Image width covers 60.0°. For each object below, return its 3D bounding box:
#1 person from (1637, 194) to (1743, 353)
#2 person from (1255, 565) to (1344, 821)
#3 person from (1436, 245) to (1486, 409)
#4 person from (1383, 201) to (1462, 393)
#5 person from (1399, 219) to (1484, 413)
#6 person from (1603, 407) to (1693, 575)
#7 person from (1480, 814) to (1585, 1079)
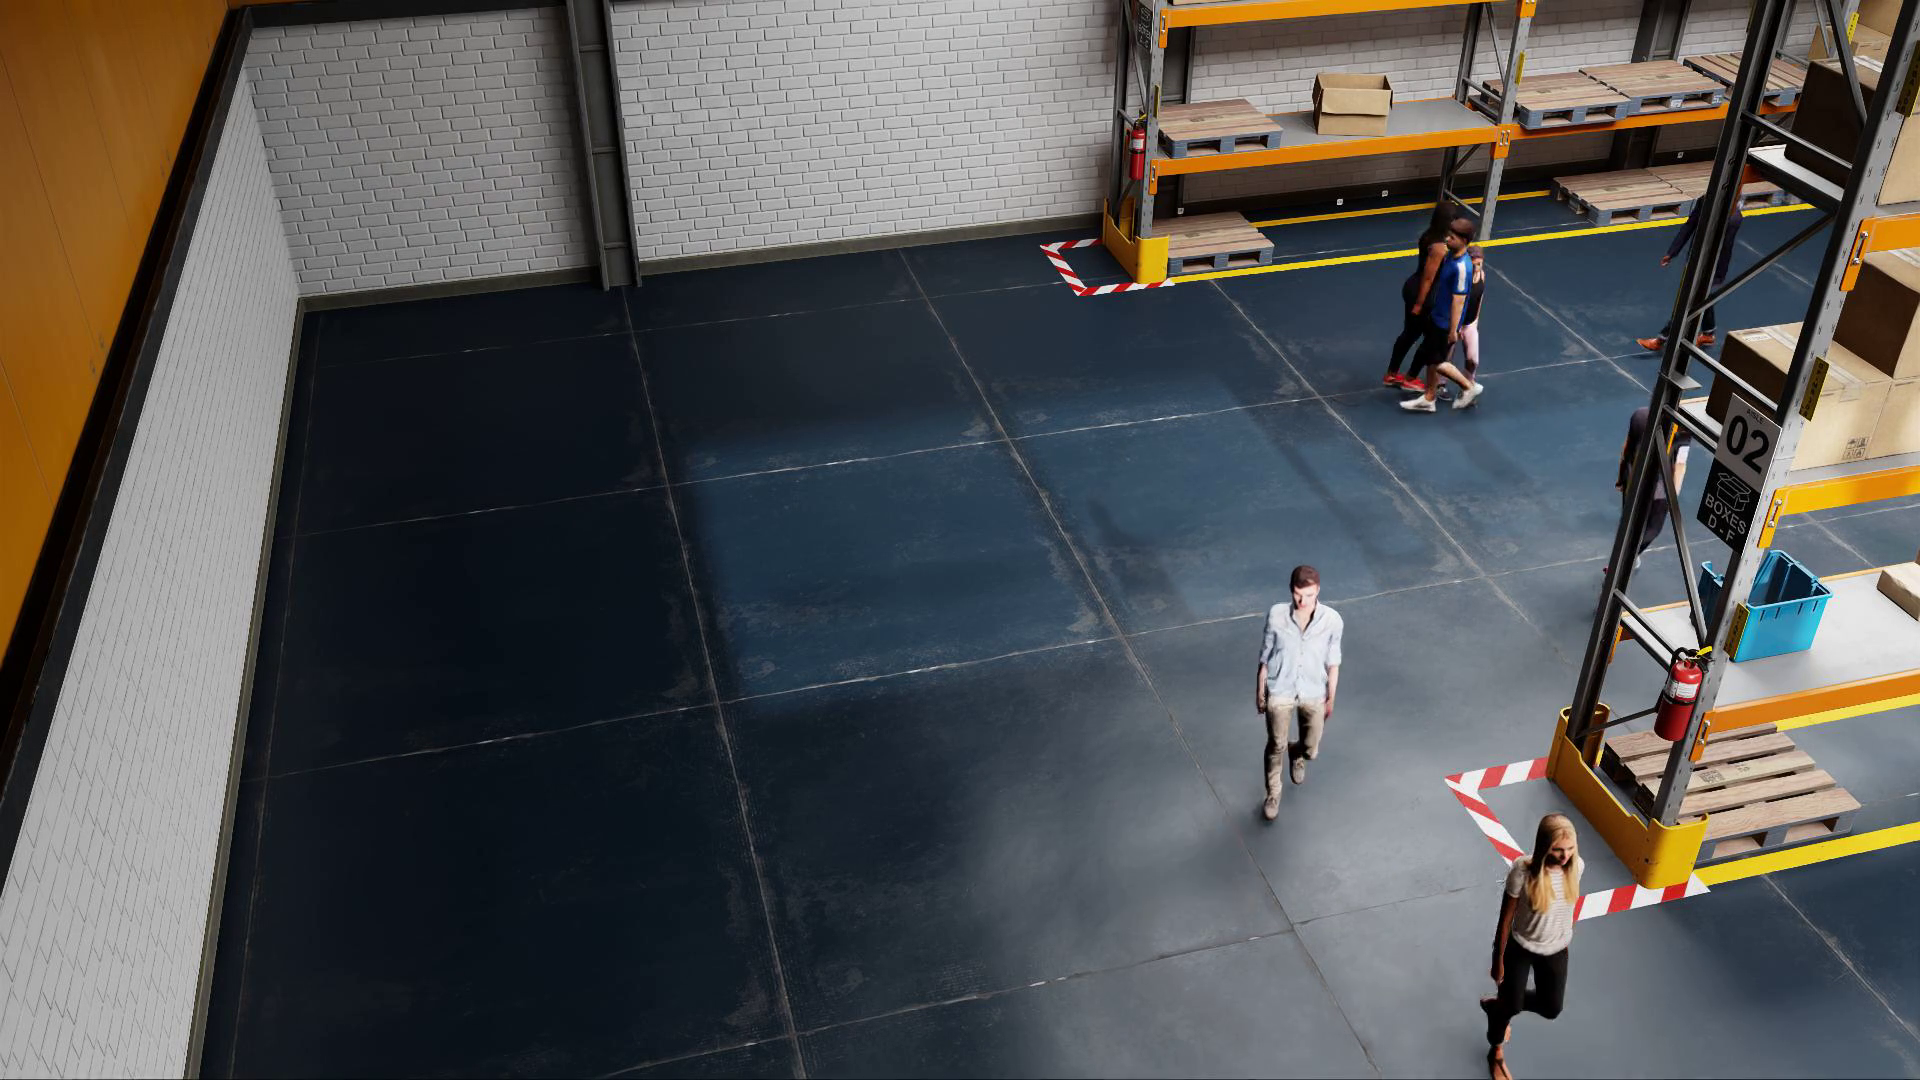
[{"bbox_3d":[7.102,-2.589,15.655,1.151,1.776,0.791,-4,34,-6],"label":"person"},{"bbox_3d":[2.099,0.891,10.366,0.840,1.835,0.885,6,34,10],"label":"person"},{"bbox_3d":[4.438,-1.958,14.922,0.643,1.536,0.582,-10,35,-14],"label":"person"},{"bbox_3d":[4.130,-2.164,15.021,0.795,1.770,0.762,5,34,8],"label":"person"},{"bbox_3d":[4.355,-1.937,14.604,1.005,1.854,0.819,1,34,2],"label":"person"},{"bbox_3d":[5.064,-0.381,12.354,1.019,1.752,0.867,-25,41,-32],"label":"person"},{"bbox_3d":[2.905,2.057,8.630,0.615,1.814,0.672,-9,35,-13],"label":"person"}]
